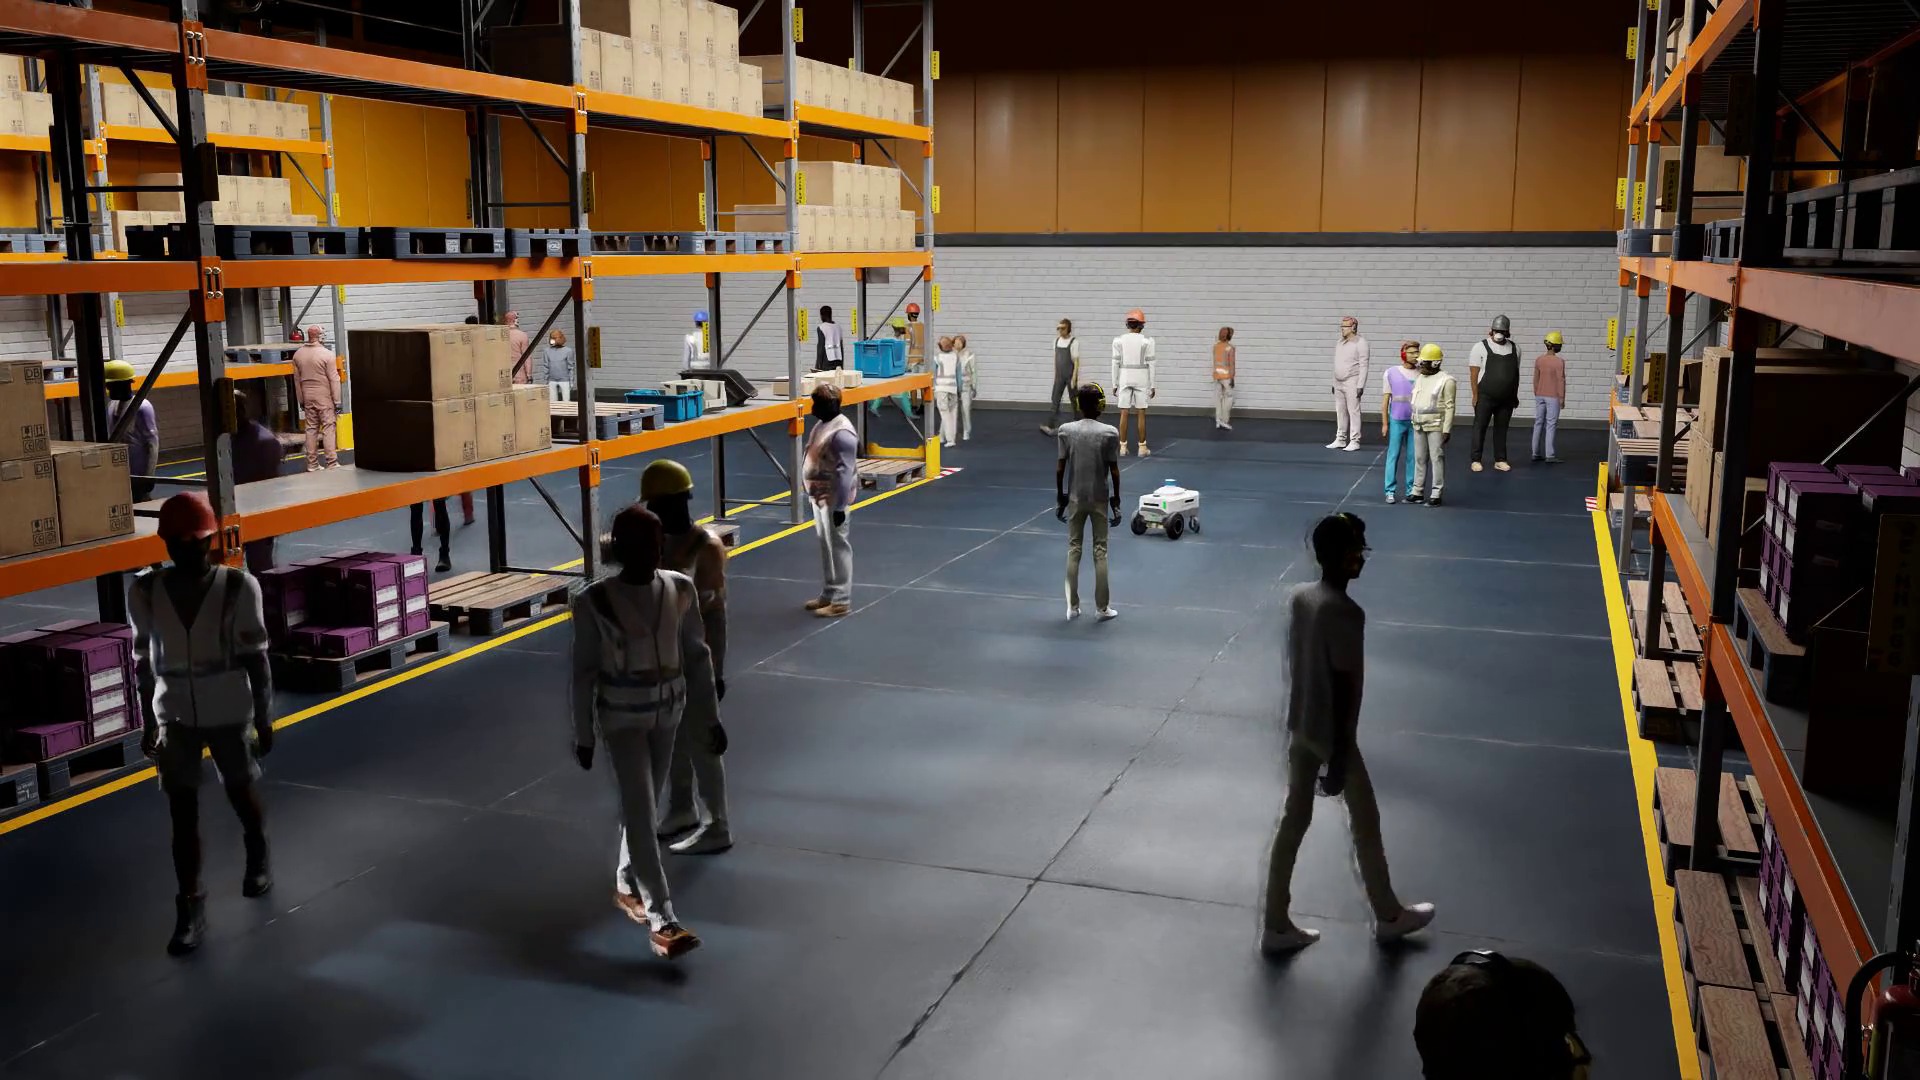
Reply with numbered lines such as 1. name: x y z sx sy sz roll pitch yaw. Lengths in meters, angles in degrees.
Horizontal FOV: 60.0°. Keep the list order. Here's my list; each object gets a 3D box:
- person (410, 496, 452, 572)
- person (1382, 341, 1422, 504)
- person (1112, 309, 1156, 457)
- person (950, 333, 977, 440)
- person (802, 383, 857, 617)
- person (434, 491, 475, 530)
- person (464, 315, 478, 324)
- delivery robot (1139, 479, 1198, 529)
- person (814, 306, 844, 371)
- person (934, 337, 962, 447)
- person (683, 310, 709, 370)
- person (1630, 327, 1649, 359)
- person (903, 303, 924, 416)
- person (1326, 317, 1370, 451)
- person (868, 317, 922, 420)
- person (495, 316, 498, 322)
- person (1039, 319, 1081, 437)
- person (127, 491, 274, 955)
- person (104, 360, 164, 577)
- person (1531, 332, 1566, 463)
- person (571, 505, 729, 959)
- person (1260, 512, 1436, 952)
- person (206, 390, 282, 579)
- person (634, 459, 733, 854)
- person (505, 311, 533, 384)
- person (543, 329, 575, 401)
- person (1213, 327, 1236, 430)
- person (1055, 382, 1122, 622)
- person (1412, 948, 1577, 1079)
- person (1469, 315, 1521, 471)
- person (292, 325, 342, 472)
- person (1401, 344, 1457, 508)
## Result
1. person: -4.791 -0.669 14.880 0.549 1.936 0.376 0 10 2
2. person: 5.051 -1.331 18.849 0.570 1.849 0.380 -1 10 -6
3. person: 2.418 -2.177 23.080 0.614 2.039 0.394 4 11 19
4. person: -0.006 -2.261 24.801 0.525 1.657 0.462 1 10 6
5. person: -1.034 -0.320 13.182 0.429 1.843 0.628 -4 11 -22
6. person: -5.231 -0.966 17.113 0.522 1.737 0.769 -1 10 -5
7. person: -7.054 -2.292 24.039 0.618 1.942 0.757 -4 11 -23
8. delivery robot: 2.118 -0.371 16.827 0.477 0.478 0.707 8 13 37
9. person: -2.178 -3.010 28.179 0.525 1.896 0.742 7 12 33
10. person: -0.227 -2.160 24.243 0.519 1.594 0.811 -7 12 -33
11. person: -3.955 -2.576 25.632 0.614 1.931 0.562 -5 11 -25
12. person: 9.899 -2.259 24.382 0.295 1.743 0.492 -5 11 -27
13. person: -0.791 -3.094 28.531 0.545 1.939 0.374 -10 14 -44
14. person: 5.518 -2.222 23.712 0.408 1.906 0.653 -5 11 -27
15. person: -1.120 -2.874 27.906 0.901 1.725 0.524 0 10 1
16. person: -7.823 -2.938 27.970 0.453 1.828 0.639 8 13 37
17. person: 1.583 -2.476 25.450 0.536 1.792 0.950 8 13 38
18. person: -3.246 0.719 7.156 0.556 1.908 0.872 -2 10 -11
19. person: -7.311 -0.629 14.690 0.589 1.924 0.384 6 12 32
20. person: 7.940 -1.914 22.372 0.310 1.768 0.533 -5 11 -24
21. person: -1.250 0.788 6.939 0.579 1.848 0.916 -10 14 -43
22. person: 1.612 0.793 6.934 0.846 1.837 0.538 -5 11 -27
23. person: -5.233 -0.153 12.122 0.646 1.892 0.434 3 11 17
24. person: -1.320 0.559 8.041 0.425 1.910 0.650 -8 13 -37
25. person: -6.905 -2.594 25.810 0.654 1.904 0.407 3 11 19
26. person: -6.190 -2.435 25.684 0.501 1.631 0.285 2 10 10
27. person: 4.192 -2.575 26.469 0.324 1.637 0.536 -6 12 -32
28. person: 1.004 -0.294 12.969 0.538 1.866 0.312 3 11 19
29. person: 0.722 1.533 2.477 0.376 1.940 0.629 -5 11 -26
30. person: 6.953 -1.901 21.526 0.675 2.000 0.537 -1 10 -7
31. person: -8.215 -1.809 21.390 0.654 1.904 0.407 3 11 19
32. person: 5.252 -1.278 18.619 0.404 1.827 0.589 -6 12 -30
